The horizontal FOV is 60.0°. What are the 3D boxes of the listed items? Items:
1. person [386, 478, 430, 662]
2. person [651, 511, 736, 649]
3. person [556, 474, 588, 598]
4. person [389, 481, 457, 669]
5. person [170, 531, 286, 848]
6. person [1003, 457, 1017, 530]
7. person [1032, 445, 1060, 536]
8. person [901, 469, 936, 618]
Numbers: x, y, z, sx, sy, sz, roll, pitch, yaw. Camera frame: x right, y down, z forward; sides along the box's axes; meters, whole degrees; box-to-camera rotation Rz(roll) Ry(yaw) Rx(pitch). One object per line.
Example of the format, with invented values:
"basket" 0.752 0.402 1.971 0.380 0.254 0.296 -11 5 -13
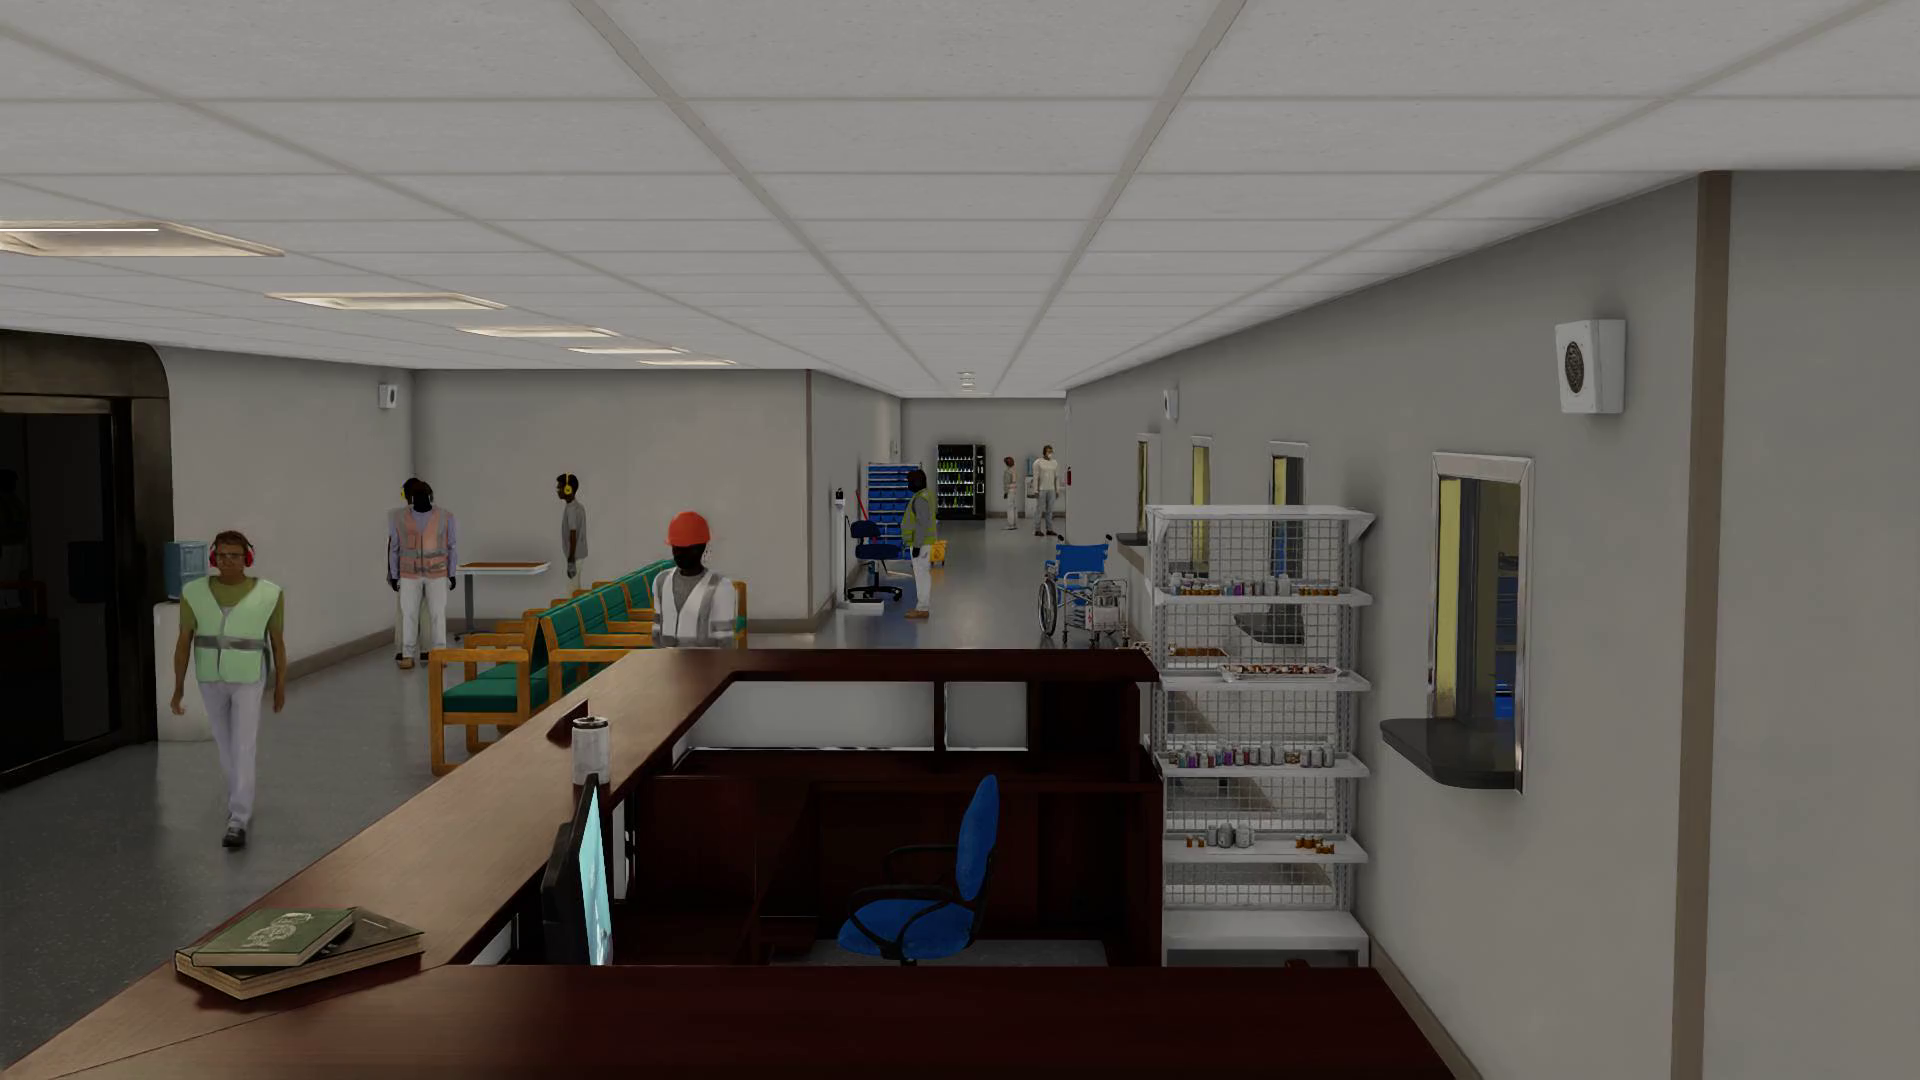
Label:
"person" -5.513 0.302 16.763 0.520 1.856 0.333 -1 4 -14
"person" -1.535 0.791 9.420 0.561 1.918 0.402 2 5 26
"person" -4.188 0.217 17.935 0.333 1.860 0.521 -1 4 -8
"person" -5.245 0.342 16.259 0.637 1.842 0.429 -1 4 -14
"person" -4.235 0.837 9.682 0.573 1.795 0.987 -1 4 -7
"person" 1.121 -1.040 37.059 0.312 1.638 0.512 2 4 24
"person" 1.813 -1.042 35.039 0.629 1.936 0.364 -2 5 -29
"person" -0.511 0.047 20.443 0.429 1.838 0.622 0 4 3
